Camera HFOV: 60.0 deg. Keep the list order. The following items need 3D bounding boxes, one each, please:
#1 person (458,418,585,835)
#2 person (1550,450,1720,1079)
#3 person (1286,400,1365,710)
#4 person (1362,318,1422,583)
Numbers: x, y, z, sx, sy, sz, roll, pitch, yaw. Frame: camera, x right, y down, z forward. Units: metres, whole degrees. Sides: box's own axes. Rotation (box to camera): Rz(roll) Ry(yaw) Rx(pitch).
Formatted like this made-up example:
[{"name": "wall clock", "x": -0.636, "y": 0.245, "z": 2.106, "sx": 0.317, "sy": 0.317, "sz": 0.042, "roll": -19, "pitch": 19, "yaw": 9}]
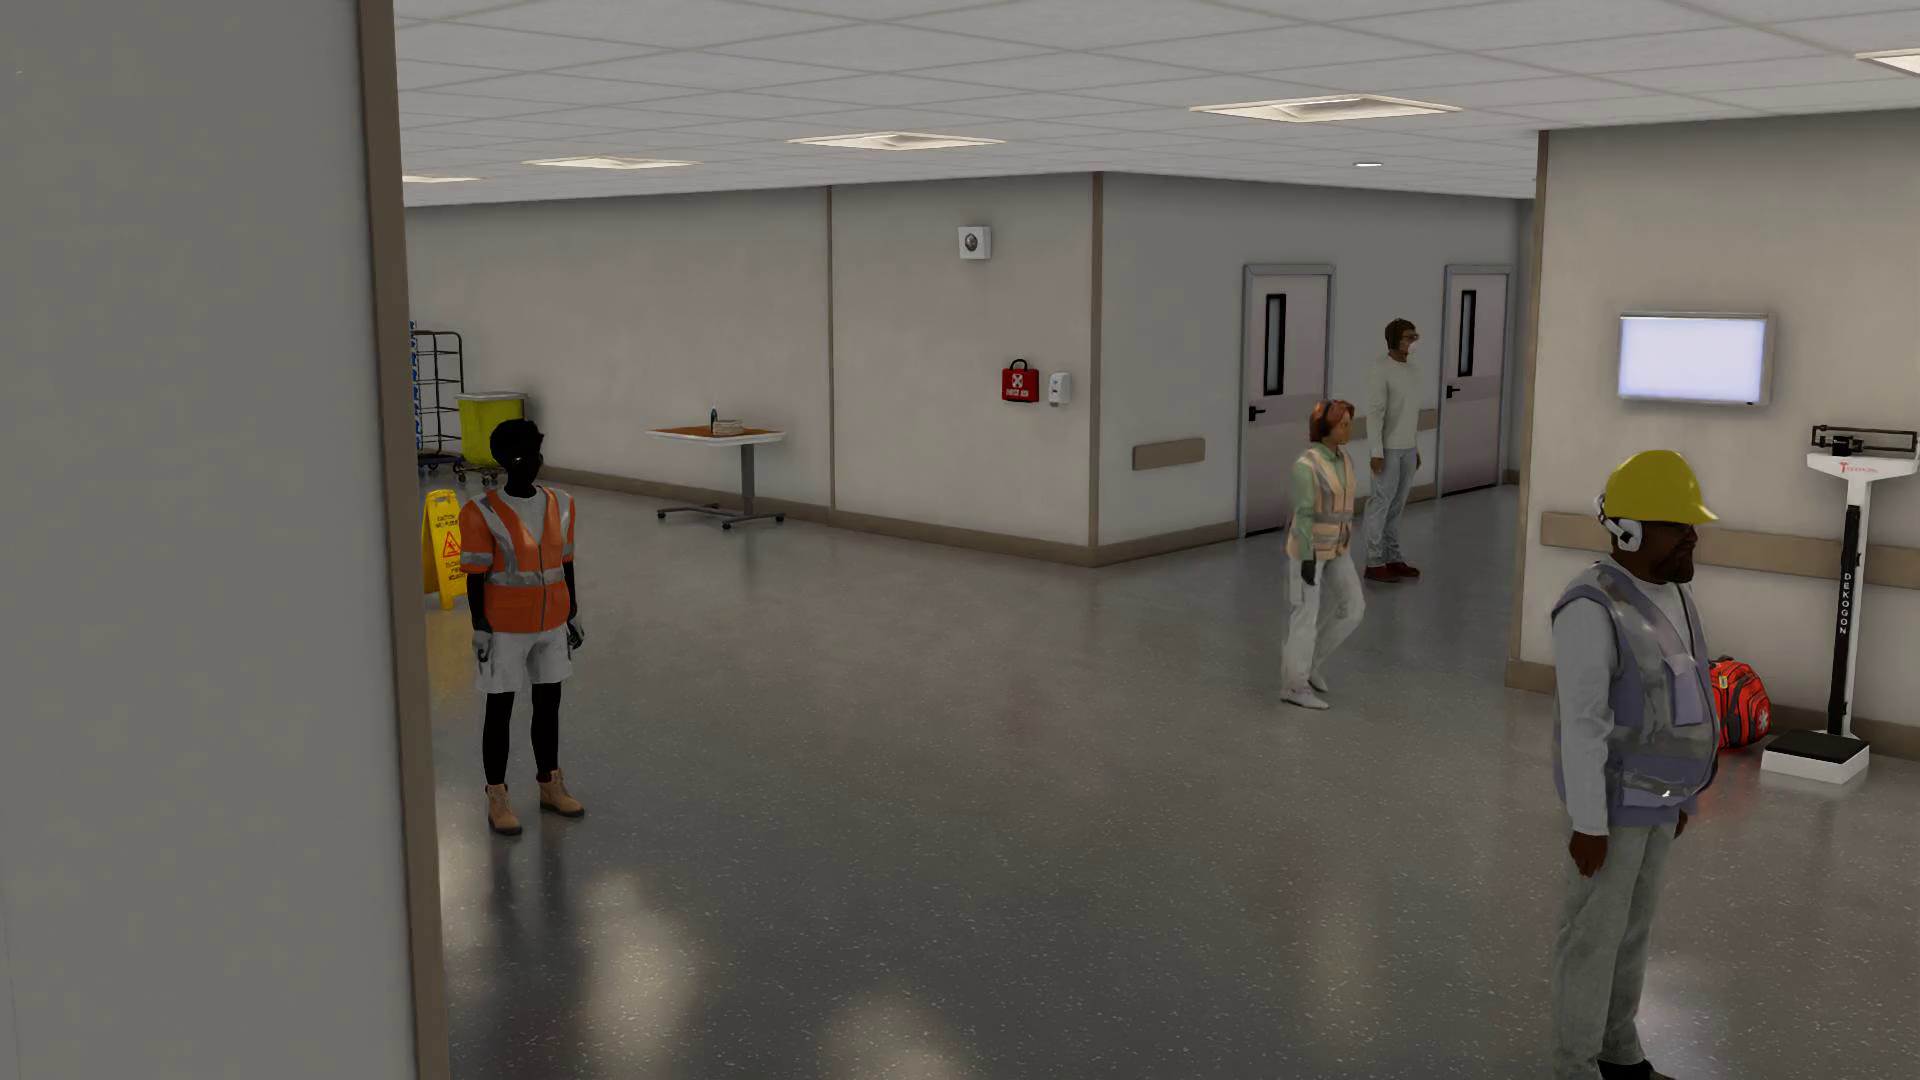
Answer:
[{"name": "person", "x": -1.791, "y": 0.345, "z": 6.851, "sx": 0.318, "sy": 1.696, "sz": 0.537, "roll": 9, "pitch": 13, "yaw": 43}, {"name": "person", "x": 1.793, "y": 0.671, "z": 4.435, "sx": 0.404, "sy": 1.833, "sz": 0.593, "roll": 9, "pitch": 13, "yaw": 43}, {"name": "person", "x": 1.895, "y": 0.082, "z": 8.668, "sx": 0.516, "sy": 1.631, "sz": 0.366, "roll": -9, "pitch": 13, "yaw": -42}, {"name": "person", "x": 3.203, "y": -0.662, "z": 12.296, "sx": 0.358, "sy": 1.938, "sz": 0.635, "roll": 9, "pitch": 13, "yaw": 43}]
